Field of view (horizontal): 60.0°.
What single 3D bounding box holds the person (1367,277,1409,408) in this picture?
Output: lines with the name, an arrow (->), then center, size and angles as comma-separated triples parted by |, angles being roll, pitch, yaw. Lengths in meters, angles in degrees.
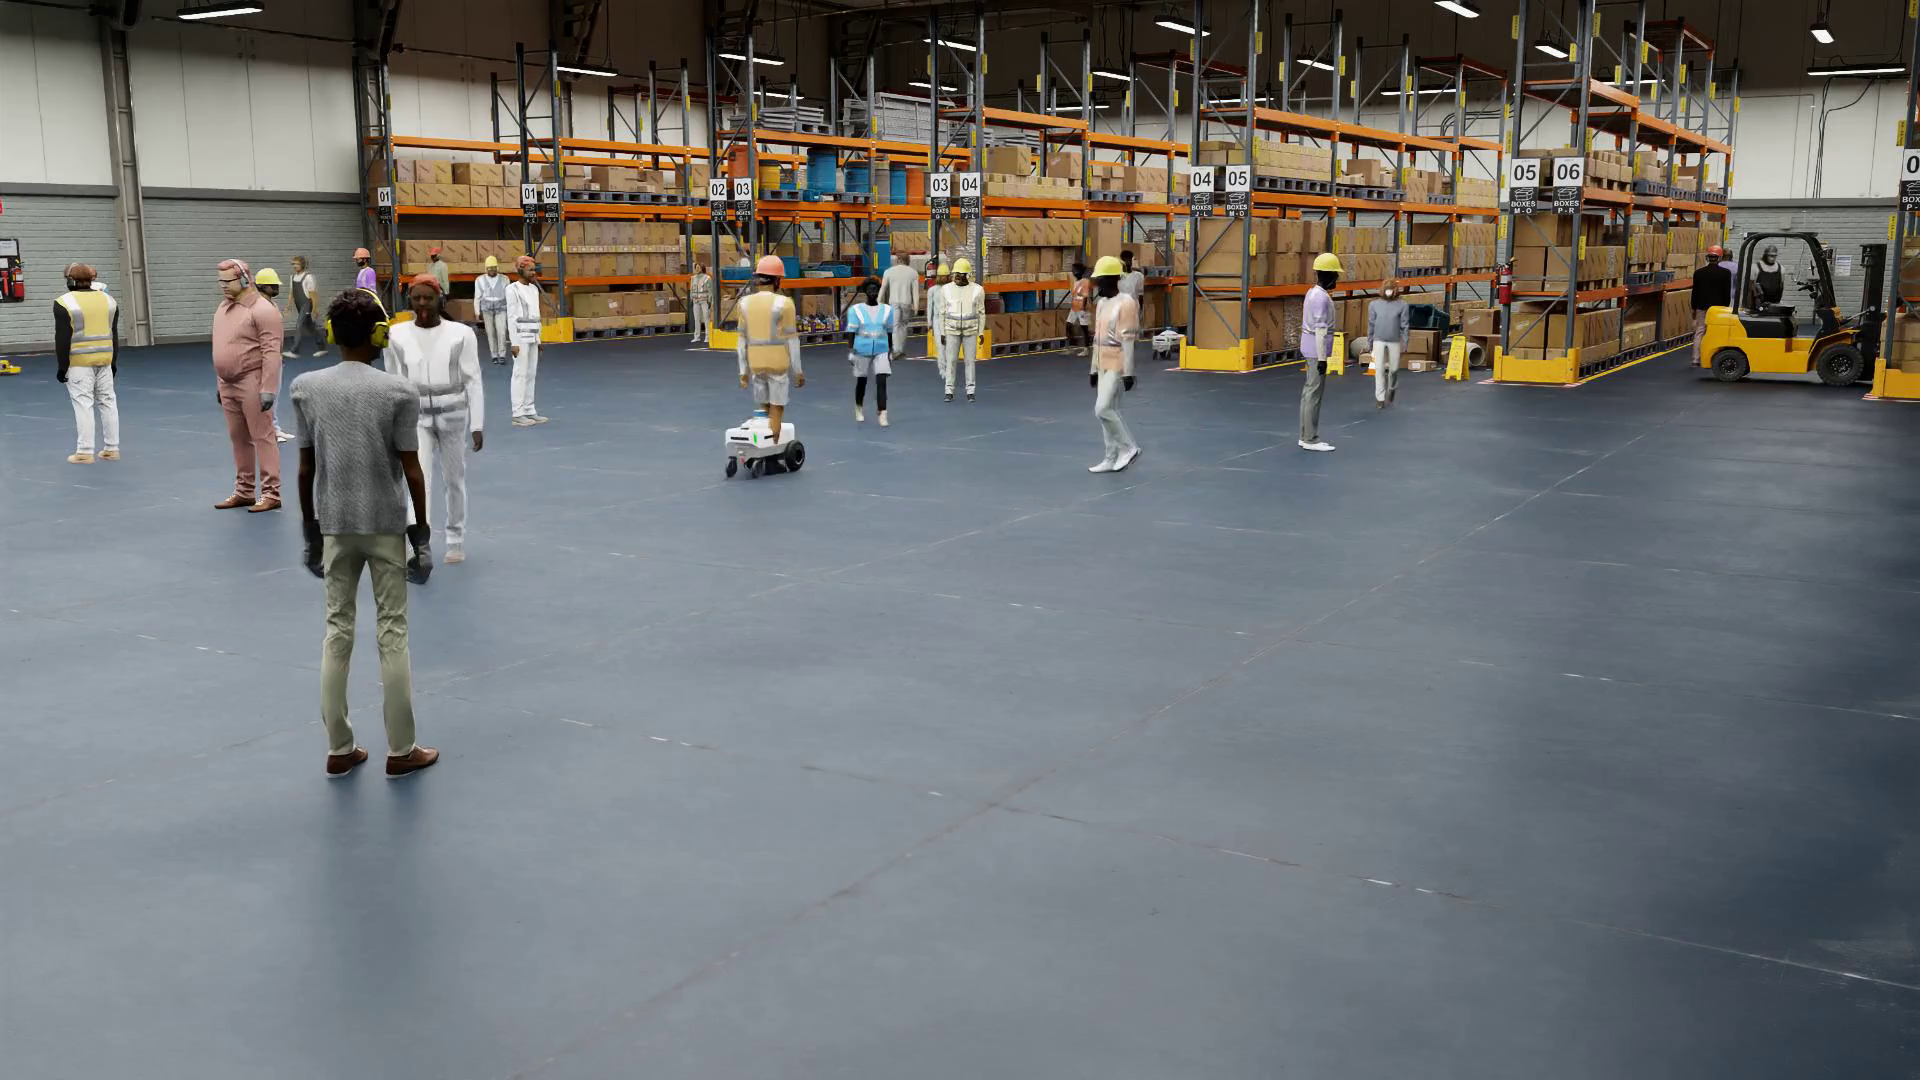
person -> 5.296, -2.449, 20.604 | 0.505, 1.620, 0.589 | 3, 10, 15

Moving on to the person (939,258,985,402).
person -> 0.027, -2.665, 21.212 | 0.592, 1.829, 0.404 | 0, 10, 2

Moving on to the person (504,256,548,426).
person -> -4.848, -2.221, 18.564 | 0.337, 1.883, 0.584 | 3, 10, 15

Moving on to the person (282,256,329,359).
person -> -11.583, -4.097, 29.357 | 0.515, 1.797, 1.007 | 8, 13, 36

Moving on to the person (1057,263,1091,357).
person -> 2.033, -4.080, 29.544 | 0.709, 1.668, 0.558 | -7, 12, -33

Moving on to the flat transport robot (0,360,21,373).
flat transport robot -> -15.049, -2.596, 25.185 | 0.652, 0.197, 1.431 | 2, 10, 12

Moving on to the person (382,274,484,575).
person -> -3.231, -0.705, 10.217 | 0.603, 1.823, 1.010 | -2, 10, -11

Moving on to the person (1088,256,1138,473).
person -> 1.308, -1.526, 14.598 | 0.420, 1.908, 0.606 | -4, 11, -19

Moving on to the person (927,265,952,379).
person -> -0.239, -3.292, 25.095 | 0.499, 1.697, 0.886 | -2, 10, -11

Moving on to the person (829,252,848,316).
person -> -2.937, -6.070, 40.201 | 0.558, 1.856, 0.389 | 5, 11, 26

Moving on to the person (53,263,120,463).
person -> -8.075, -1.629, 15.372 | 0.429, 1.844, 0.627 | 5, 11, 24

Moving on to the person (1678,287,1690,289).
person -> 16.733, -5.785, 38.494 | 0.428, 1.891, 0.675 | 5, 11, 27

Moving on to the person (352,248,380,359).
person -> -10.409, -4.134, 29.135 | 0.358, 1.938, 0.542 | -8, 13, -39

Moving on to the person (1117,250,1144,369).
person -> 2.687, -3.769, 27.137 | 0.609, 1.933, 0.941 | 0, 10, -1

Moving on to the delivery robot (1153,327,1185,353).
delivery robot -> 3.659, -3.490, 29.135 | 0.477, 0.478, 0.707 | 6, 12, 32

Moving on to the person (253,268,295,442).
person -> -7.036, -1.885, 17.015 | 0.310, 1.768, 0.533 | -1, 10, -6

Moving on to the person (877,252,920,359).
person -> -1.077, -4.122, 29.269 | 0.761, 1.875, 1.008 | -1, 10, -6

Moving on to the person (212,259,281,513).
person -> -5.421, -1.161, 12.584 | 0.638, 1.903, 0.409 | 6, 12, 30

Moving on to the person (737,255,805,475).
person -> -1.651, -1.519, 14.535 | 0.550, 1.917, 0.391 | 6, 12, 29

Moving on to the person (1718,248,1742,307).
person -> 14.481, -4.564, 31.554 | 0.627, 1.936, 0.374 | 6, 12, 29

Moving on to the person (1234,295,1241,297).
person -> 5.730, -4.742, 33.027 | 0.976, 1.785, 0.635 | 2, 10, 12

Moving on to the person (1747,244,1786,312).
person -> 15.339, -4.650, 31.734 | 0.691, 2.000, 0.795 | 2, 10, 11

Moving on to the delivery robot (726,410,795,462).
delivery robot -> -1.755, -0.900, 14.628 | 0.477, 0.478, 0.707 | 5, 11, 24

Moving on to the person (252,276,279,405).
person -> -8.633, -2.457, 20.631 | 0.447, 1.616, 0.536 | -4, 11, -20

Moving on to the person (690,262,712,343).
person -> -5.283, -4.844, 33.943 | 0.513, 1.641, 0.309 | 5, 11, 25

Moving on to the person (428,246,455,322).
person -> -11.338, -5.425, 36.281 | 0.623, 1.966, 0.918 | 8, 13, 39

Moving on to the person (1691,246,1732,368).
person -> 12.193, -3.776, 27.017 | 0.603, 1.986, 0.412 | 9, 14, 43

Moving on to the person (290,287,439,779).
person -> -2.248, -0.016, 6.296 | 0.507, 1.861, 0.312 | 0, 10, 1

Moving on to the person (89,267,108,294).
person -> -14.242, -3.665, 27.341 | 0.523, 1.638, 0.311 | -5, 11, -28

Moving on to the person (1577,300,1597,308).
person -> 13.489, -5.250, 35.748 | 0.515, 1.849, 0.869 | 6, 12, 30

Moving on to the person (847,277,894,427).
person -> -1.002, -2.112, 18.585 | 0.539, 1.664, 0.827 | -2, 10, -12

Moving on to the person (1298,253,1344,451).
person -> 3.533, -1.838, 16.304 | 0.388, 1.926, 0.590 | 1, 10, 5

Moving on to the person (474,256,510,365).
person -> -7.787, -3.814, 27.734 | 0.612, 1.790, 0.883 | -3, 10, -14

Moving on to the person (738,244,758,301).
person -> -4.751, -5.735, 37.896 | 0.621, 2.008, 0.838 | 6, 12, 32
